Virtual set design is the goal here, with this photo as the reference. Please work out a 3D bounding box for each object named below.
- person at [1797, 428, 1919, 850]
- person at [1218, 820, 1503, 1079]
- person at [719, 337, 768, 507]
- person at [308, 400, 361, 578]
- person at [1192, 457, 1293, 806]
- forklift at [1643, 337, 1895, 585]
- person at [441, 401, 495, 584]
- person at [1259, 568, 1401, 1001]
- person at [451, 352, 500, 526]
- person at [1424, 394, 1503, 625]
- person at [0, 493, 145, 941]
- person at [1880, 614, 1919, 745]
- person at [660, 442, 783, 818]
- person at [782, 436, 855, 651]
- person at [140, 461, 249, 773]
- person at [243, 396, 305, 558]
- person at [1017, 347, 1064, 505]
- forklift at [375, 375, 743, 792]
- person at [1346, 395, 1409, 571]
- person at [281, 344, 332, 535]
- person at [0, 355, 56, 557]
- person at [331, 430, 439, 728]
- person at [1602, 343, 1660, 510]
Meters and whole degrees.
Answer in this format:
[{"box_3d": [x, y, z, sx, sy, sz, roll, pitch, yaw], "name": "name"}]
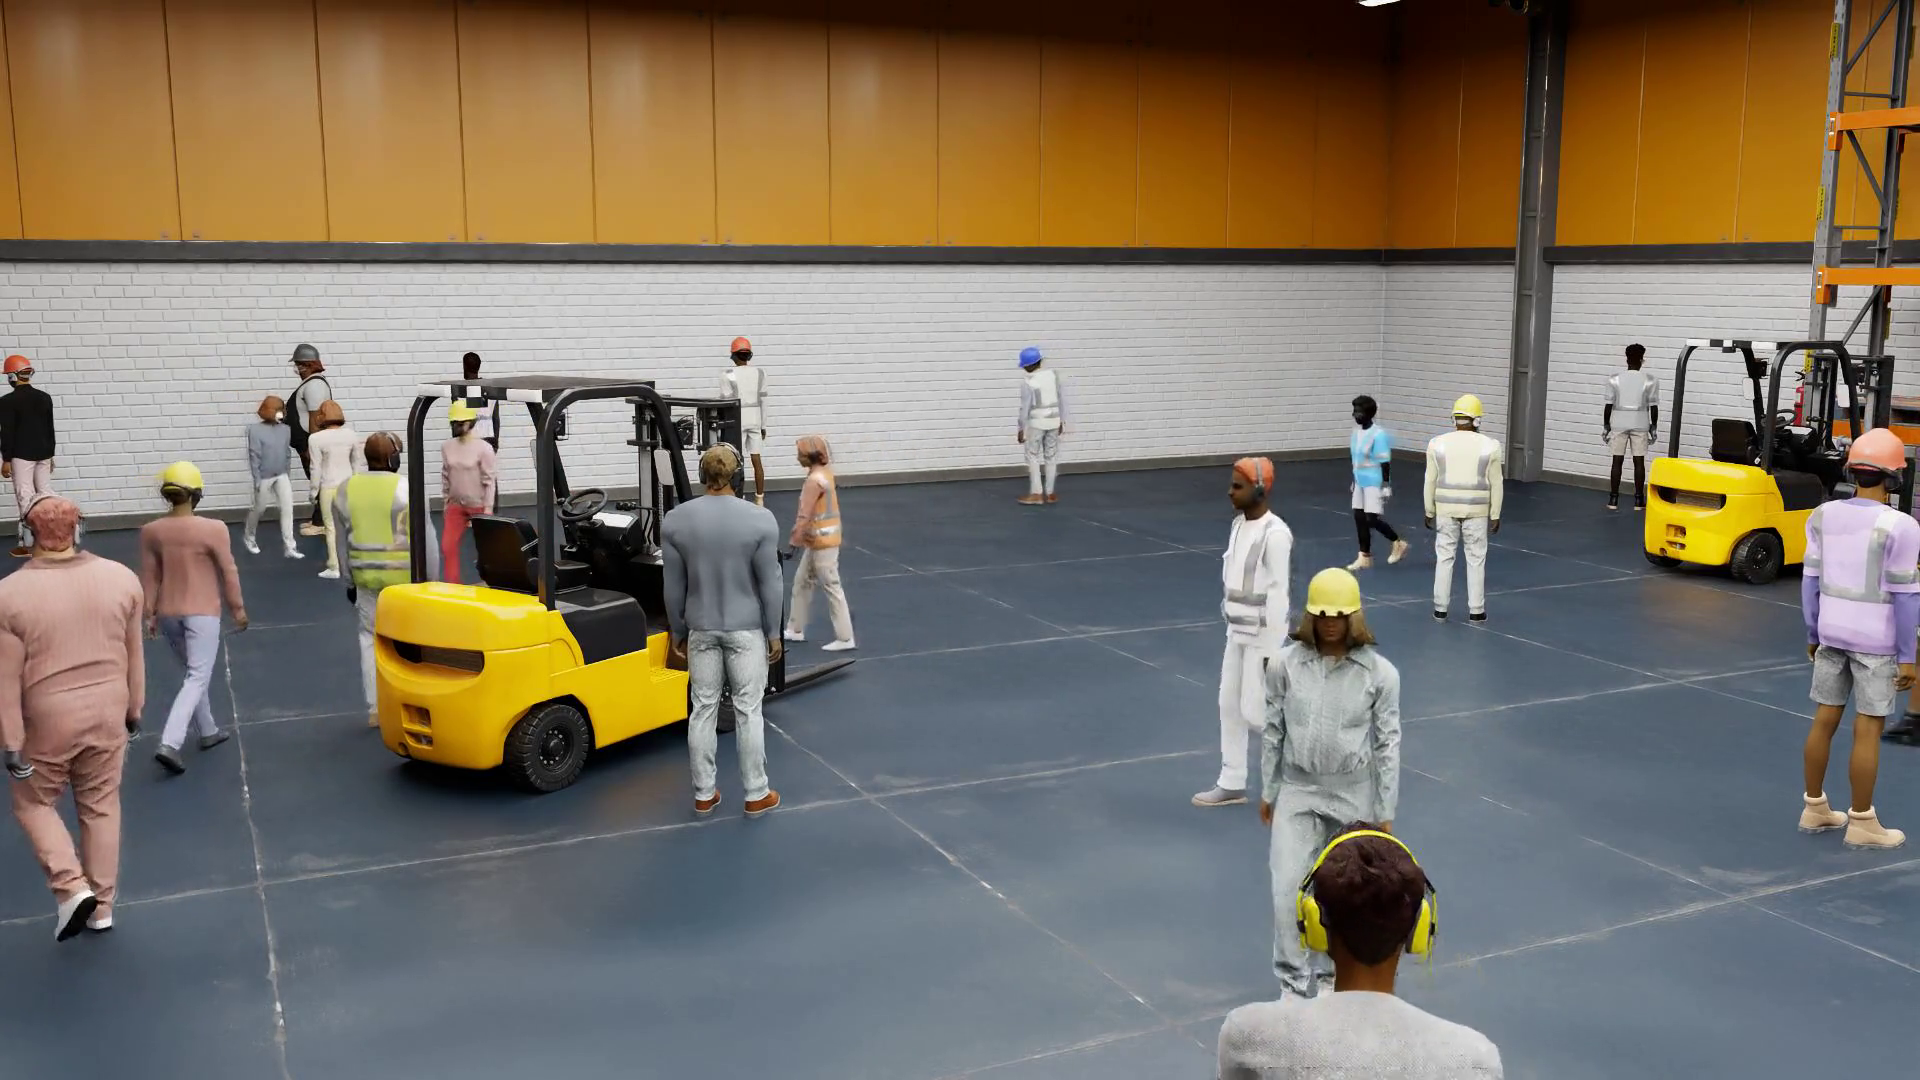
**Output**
[{"box_3d": [4.394, 0.479, 8.098, 0.368, 2.045, 0.614, -4, 10, -21], "name": "person"}, {"box_3d": [0.676, 1.424, 2.949, 0.528, 1.825, 0.959, 0, 9, 3], "name": "person"}, {"box_3d": [-2.532, -1.343, 19.404, 0.605, 2.045, 0.385, -6, 11, -32], "name": "person"}, {"box_3d": [-5.720, -0.461, 15.240, 0.267, 1.630, 0.517, 7, 12, 39], "name": "person"}, {"box_3d": [1.600, 0.492, 8.607, 0.667, 1.868, 0.580, -2, 9, -11], "name": "person"}, {"box_3d": [7.551, -0.789, 15.507, 2.313, 2.155, 1.214, -4, 10, -25], "name": "forklift"}, {"box_3d": [-4.063, -0.254, 13.544, 0.547, 1.741, 0.711, 3, 10, 18], "name": "person"}, {"box_3d": [1.332, 0.963, 6.052, 0.506, 1.723, 0.592, 3, 10, 16], "name": "person"}, {"box_3d": [-5.324, -1.104, 18.312, 0.391, 1.919, 0.591, 8, 12, 39], "name": "person"}, {"box_3d": [3.998, -0.240, 13.220, 0.602, 1.828, 0.404, 4, 10, 22], "name": "person"}, {"box_3d": [-3.695, 0.745, 6.923, 0.480, 1.891, 0.649, 8, 12, 40], "name": "person"}, {"box_3d": [5.622, 0.302, 9.581, 0.777, 1.910, 0.558, 6, 11, 32], "name": "person"}, {"box_3d": [-1.202, 0.466, 8.511, 0.627, 1.940, 0.372, 2, 9, 9], "name": "person"}, {"box_3d": [-1.113, 0.039, 12.180, 0.743, 1.604, 0.517, 0, 9, 0], "name": "person"}, {"box_3d": [-4.401, 0.420, 9.429, 0.525, 1.731, 0.845, 2, 9, 10], "name": "person"}, {"box_3d": [-6.809, -0.632, 16.365, 0.827, 1.596, 0.509, 6, 11, 32], "name": "person"}, {"box_3d": [0.981, -1.365, 20.024, 0.699, 1.897, 0.380, -7, 11, -36], "name": "person"}, {"box_3d": [-2.268, 0.149, 9.685, 1.214, 2.155, 2.313, 6, 11, 32], "name": "forklift"}, {"box_3d": [3.871, -0.525, 15.506, 0.530, 1.673, 0.540, -3, 10, -19], "name": "person"}, {"box_3d": [-6.962, -1.076, 17.761, 0.537, 2.000, 0.682, -3, 10, -20], "name": "person"}, {"box_3d": [-9.190, -0.827, 16.390, 0.402, 1.986, 0.609, 2, 9, 13], "name": "person"}, {"box_3d": [-3.472, 0.250, 10.159, 0.633, 1.843, 0.429, 2, 9, 9], "name": "person"}, {"box_3d": [7.889, -1.330, 19.580, 0.612, 1.957, 0.371, 4, 10, 23], "name": "person"}]
